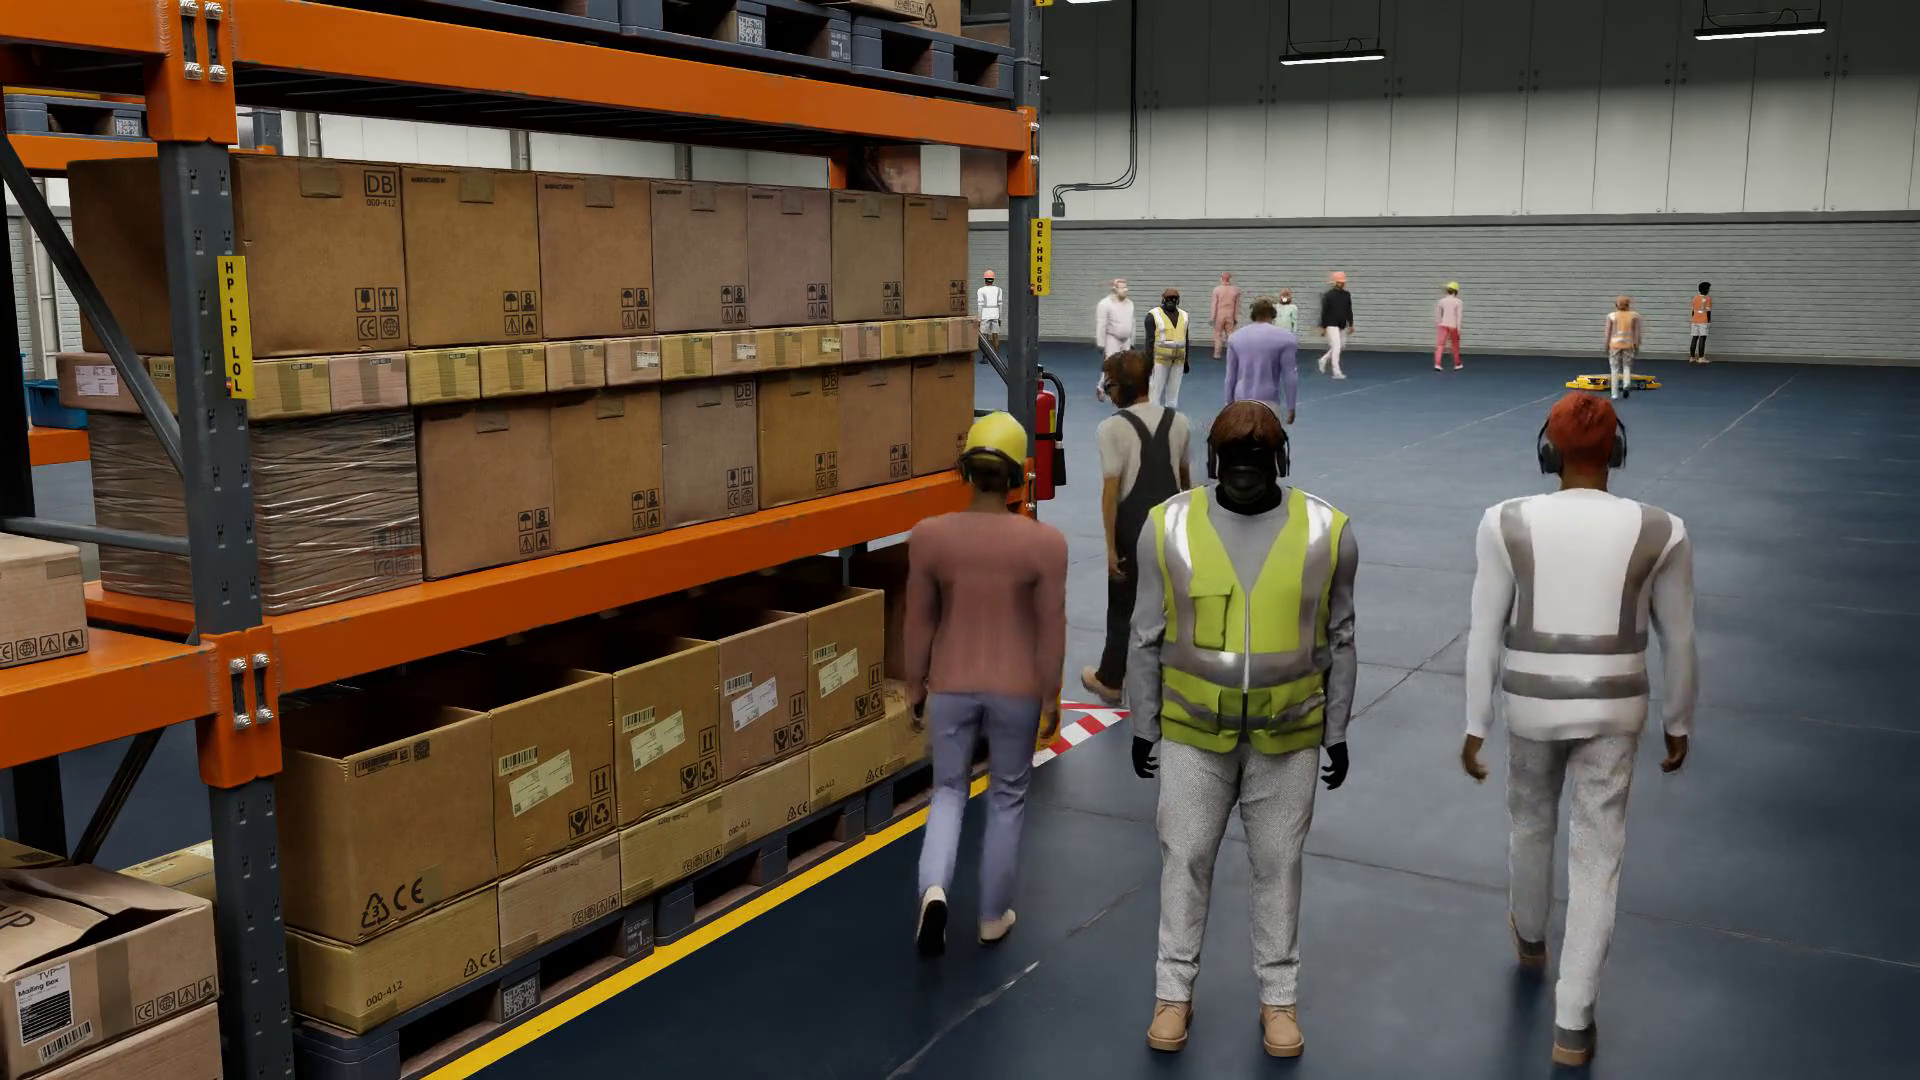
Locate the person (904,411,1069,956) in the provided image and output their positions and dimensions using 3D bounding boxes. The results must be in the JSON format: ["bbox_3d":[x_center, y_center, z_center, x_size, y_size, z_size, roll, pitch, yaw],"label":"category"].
[{"bbox_3d":[0.070,0.477,5.210,0.519,1.750,0.559,2,10,12],"label":"person"}]

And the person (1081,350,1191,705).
[{"bbox_3d":[0.871,-0.006,7.914,0.546,1.783,0.938,-3,10,-17],"label":"person"}]

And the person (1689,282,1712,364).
[{"bbox_3d":[15.423,-4.515,34.590,0.319,1.694,0.532,-3,10,-16],"label":"person"}]

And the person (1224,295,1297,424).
[{"bbox_3d":[2.608,-1.197,14.628,0.677,1.900,0.770,6,12,33],"label":"person"}]

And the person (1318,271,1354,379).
[{"bbox_3d":[6.841,-3.948,30.471,0.614,1.967,0.774,-6,11,-32],"label":"person"}]

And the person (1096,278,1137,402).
[{"bbox_3d":[2.357,-2.963,24.913,0.644,1.895,0.449,-7,12,-36],"label":"person"}]

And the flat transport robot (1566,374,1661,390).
[{"bbox_3d":[10.956,-2.657,27.867,1.431,0.197,0.652,-4,10,-20],"label":"flat transport robot"}]

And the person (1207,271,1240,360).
[{"bbox_3d":[5.651,-4.799,35.675,0.682,1.914,0.433,-3,10,-19],"label":"person"}]

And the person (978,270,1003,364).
[{"bbox_3d":[0.605,-4.610,34.434,0.546,1.938,0.360,-4,10,-21],"label":"person"}]

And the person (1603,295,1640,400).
[{"bbox_3d":[10.278,-2.991,25.859,0.541,1.625,0.369,2,10,10],"label":"person"}]

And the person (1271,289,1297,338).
[{"bbox_3d":[6.154,-3.961,31.584,0.504,1.610,0.674,4,10,21],"label":"person"}]

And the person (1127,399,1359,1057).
[{"bbox_3d":[0.779,0.528,4.632,0.633,1.842,0.429,1,10,7],"label":"person"}]

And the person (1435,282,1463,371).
[{"bbox_3d":[9.521,-4.146,32.348,0.538,1.718,0.902,9,13,42],"label":"person"}]

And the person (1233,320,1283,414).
[{"bbox_3d":[2.871,-1.340,16.190,0.524,1.623,0.452,7,12,34],"label":"person"}]

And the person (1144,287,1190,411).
[{"bbox_3d":[2.603,-2.229,20.791,0.619,1.839,0.430,-4,11,-24],"label":"person"}]

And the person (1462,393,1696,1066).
[{"bbox_3d":[1.803,0.491,4.859,0.615,1.829,0.974,3,10,19],"label":"person"}]
